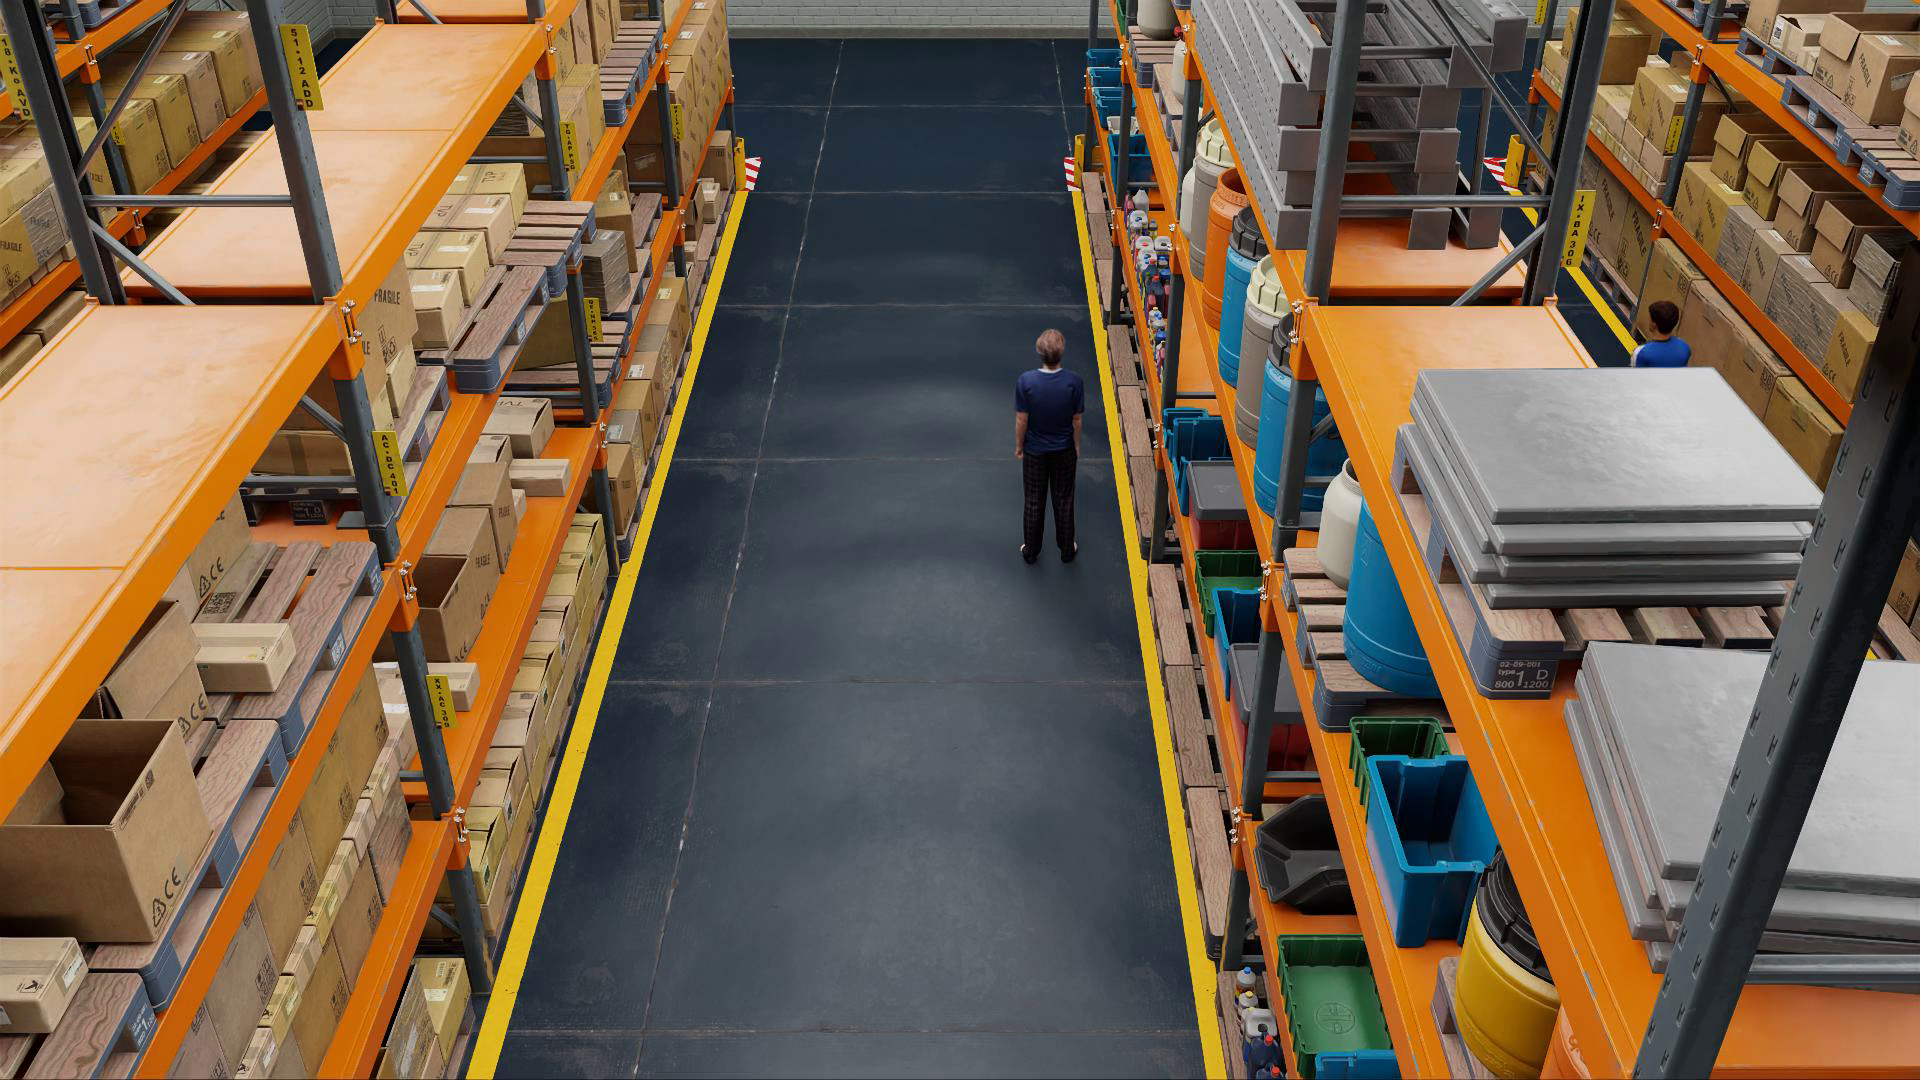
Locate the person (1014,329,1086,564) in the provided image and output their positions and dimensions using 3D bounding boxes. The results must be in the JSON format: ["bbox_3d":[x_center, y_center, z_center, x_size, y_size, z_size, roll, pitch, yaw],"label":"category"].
[{"bbox_3d":[0.654,-0.666,12.097,0.650,1.870,0.526,0,33,1],"label":"person"}]

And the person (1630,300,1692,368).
[{"bbox_3d":[5.185,-0.881,12.458,0.898,1.836,1.241,-9,34,-14],"label":"person"}]
